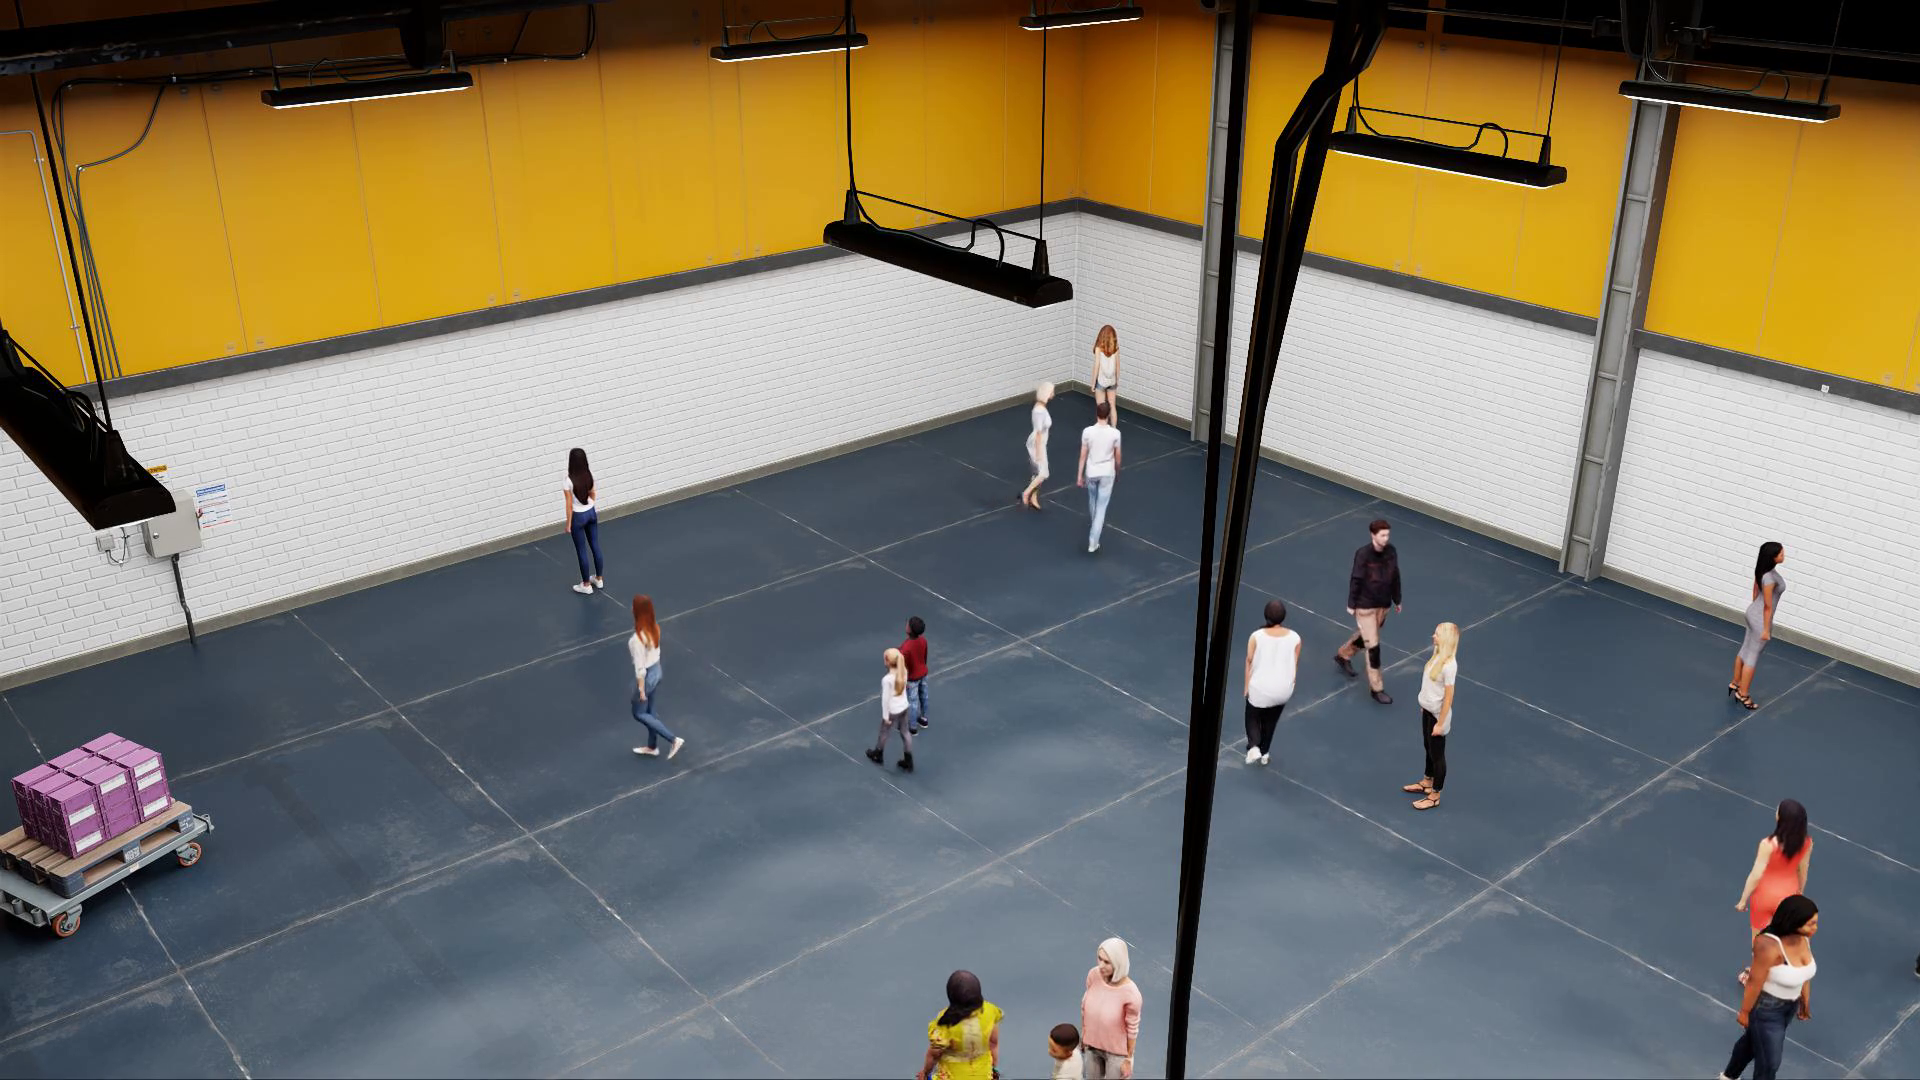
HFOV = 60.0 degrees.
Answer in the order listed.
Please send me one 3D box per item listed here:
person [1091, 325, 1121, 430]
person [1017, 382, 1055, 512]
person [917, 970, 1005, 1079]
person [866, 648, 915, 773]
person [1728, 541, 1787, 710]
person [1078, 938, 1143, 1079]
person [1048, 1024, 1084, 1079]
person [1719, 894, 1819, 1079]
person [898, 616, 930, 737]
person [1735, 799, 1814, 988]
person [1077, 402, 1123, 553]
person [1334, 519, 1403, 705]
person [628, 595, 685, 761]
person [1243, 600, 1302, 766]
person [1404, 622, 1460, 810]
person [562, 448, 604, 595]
[{"bbox_3d":[2.093,-2.218,23.798,0.639,1.758,0.607,-9,25,-19],"label":"person"},{"bbox_3d":[0.928,-1.187,21.487,0.867,1.719,0.805,4,24,8],"label":"person"},{"bbox_3d":[0.072,3.566,10.761,0.811,1.603,1.360,-16,28,-32],"label":"person"},{"bbox_3d":[-0.559,1.611,15.662,0.514,1.259,0.758,-21,31,-40],"label":"person"},{"bbox_3d":[8.046,0.838,16.778,0.704,1.781,0.665,5,24,11],"label":"person"},{"bbox_3d":[0.994,3.362,11.074,0.503,1.725,0.690,20,30,38],"label":"person"},{"bbox_3d":[0.756,3.700,10.658,0.990,1.440,0.923,5,24,10],"label":"person"},{"bbox_3d":[5.495,3.167,11.445,0.713,1.786,0.953,-15,28,-30],"label":"person"},{"bbox_3d":[-0.438,1.318,16.336,0.537,1.256,0.540,18,29,36],"label":"person"},{"bbox_3d":[6.167,2.742,12.508,0.706,1.713,0.717,-5,24,-12],"label":"person"},{"bbox_3d":[1.702,-0.724,20.341,1.247,1.790,1.152,6,24,14],"label":"person"},{"bbox_3d":[4.183,0.651,17.079,0.906,1.884,1.302,-11,26,-24],"label":"person"},{"bbox_3d":[-2.885,1.323,15.749,0.936,1.716,0.822,7,25,16],"label":"person"},{"bbox_3d":[2.924,1.392,15.648,0.858,1.671,0.917,0,24,0],"label":"person"},{"bbox_3d":[4.323,1.569,15.050,0.736,1.827,0.654,-1,24,-1],"label":"person"},{"bbox_3d":[-4.352,-0.237,19.245,0.583,1.775,0.628,17,29,34],"label":"person"}]
